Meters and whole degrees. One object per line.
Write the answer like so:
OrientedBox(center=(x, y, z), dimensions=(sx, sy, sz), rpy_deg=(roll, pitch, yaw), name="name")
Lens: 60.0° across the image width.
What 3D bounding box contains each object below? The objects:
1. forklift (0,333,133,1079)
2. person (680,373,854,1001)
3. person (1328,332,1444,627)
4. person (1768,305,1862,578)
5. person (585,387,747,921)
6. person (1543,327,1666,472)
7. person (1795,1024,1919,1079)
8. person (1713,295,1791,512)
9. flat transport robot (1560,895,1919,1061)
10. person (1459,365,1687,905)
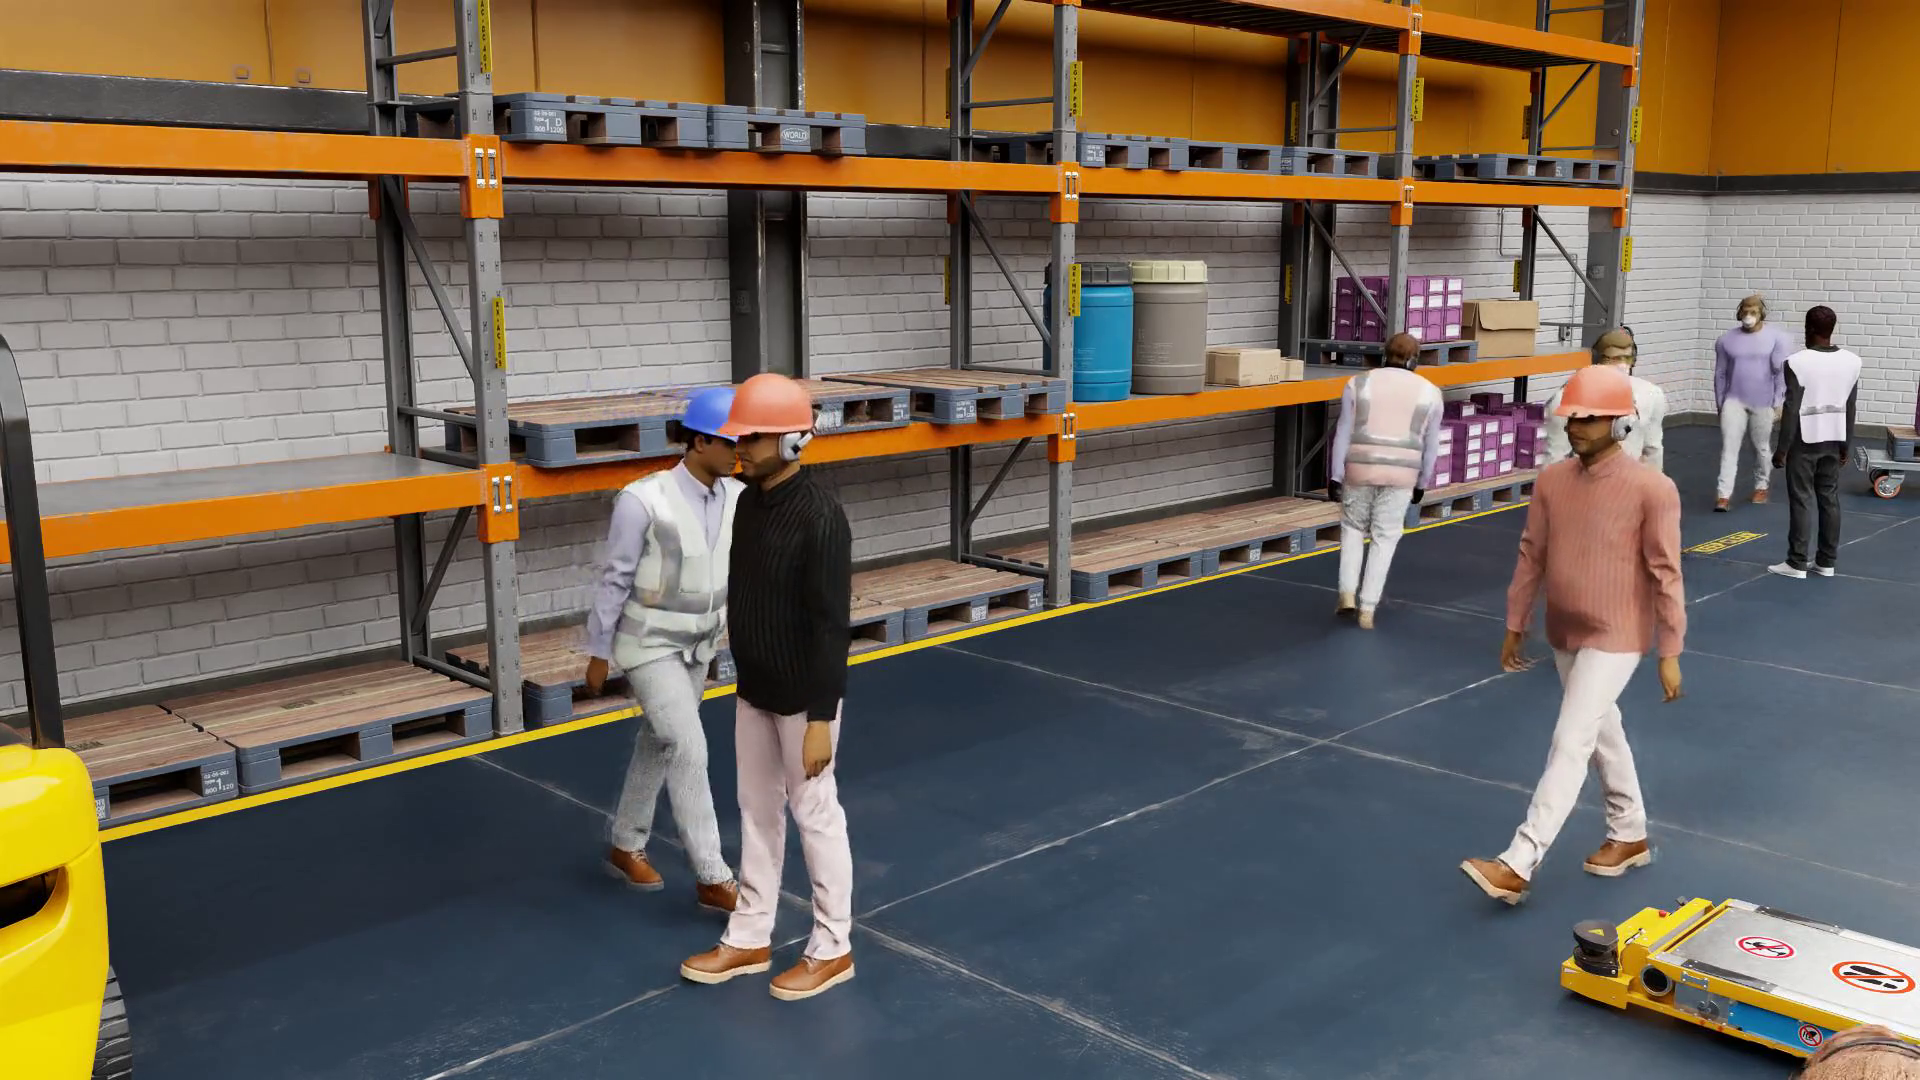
OrientedBox(center=(-3.289, 0.485, 4.582), dimensions=(1.214, 2.155, 2.313), rpy_deg=(-10, 14, -44), name="forklift")
OrientedBox(center=(-0.577, 0.470, 5.231), dimensions=(0.432, 1.995, 0.617), rpy_deg=(-8, 13, -37), name="person")
OrientedBox(center=(2.618, -0.368, 10.269), dimensions=(0.661, 1.814, 0.448), rpy_deg=(2, 11, 12), name="person")
OrientedBox(center=(6.022, -0.682, 11.705), dimensions=(0.597, 1.915, 0.371), rpy_deg=(-3, 11, -14), name="person")
OrientedBox(center=(-0.966, 0.395, 5.936), dimensions=(0.925, 1.873, 0.622), rpy_deg=(7, 12, 33), name="person")
OrientedBox(center=(3.502, -0.213, 9.131), dimensions=(0.656, 1.919, 0.513), rpy_deg=(0, 10, -2), name="person")
OrientedBox(center=(0.924, 1.292, 1.717), dimensions=(0.532, 1.616, 0.482), rpy_deg=(9, 14, 42), name="person")
OrientedBox(center=(6.960, -1.205, 14.667), dimensions=(0.647, 1.895, 1.042), rpy_deg=(8, 13, 37), name="person")
OrientedBox(center=(2.633, 1.374, 4.980), dimensions=(0.652, 0.197, 1.431), rpy_deg=(-10, 15, -44), name="flat transport robot")
OrientedBox(center=(2.225, 0.341, 6.035), dimensions=(1.038, 1.938, 0.651), rpy_deg=(-5, 11, -25), name="person")
